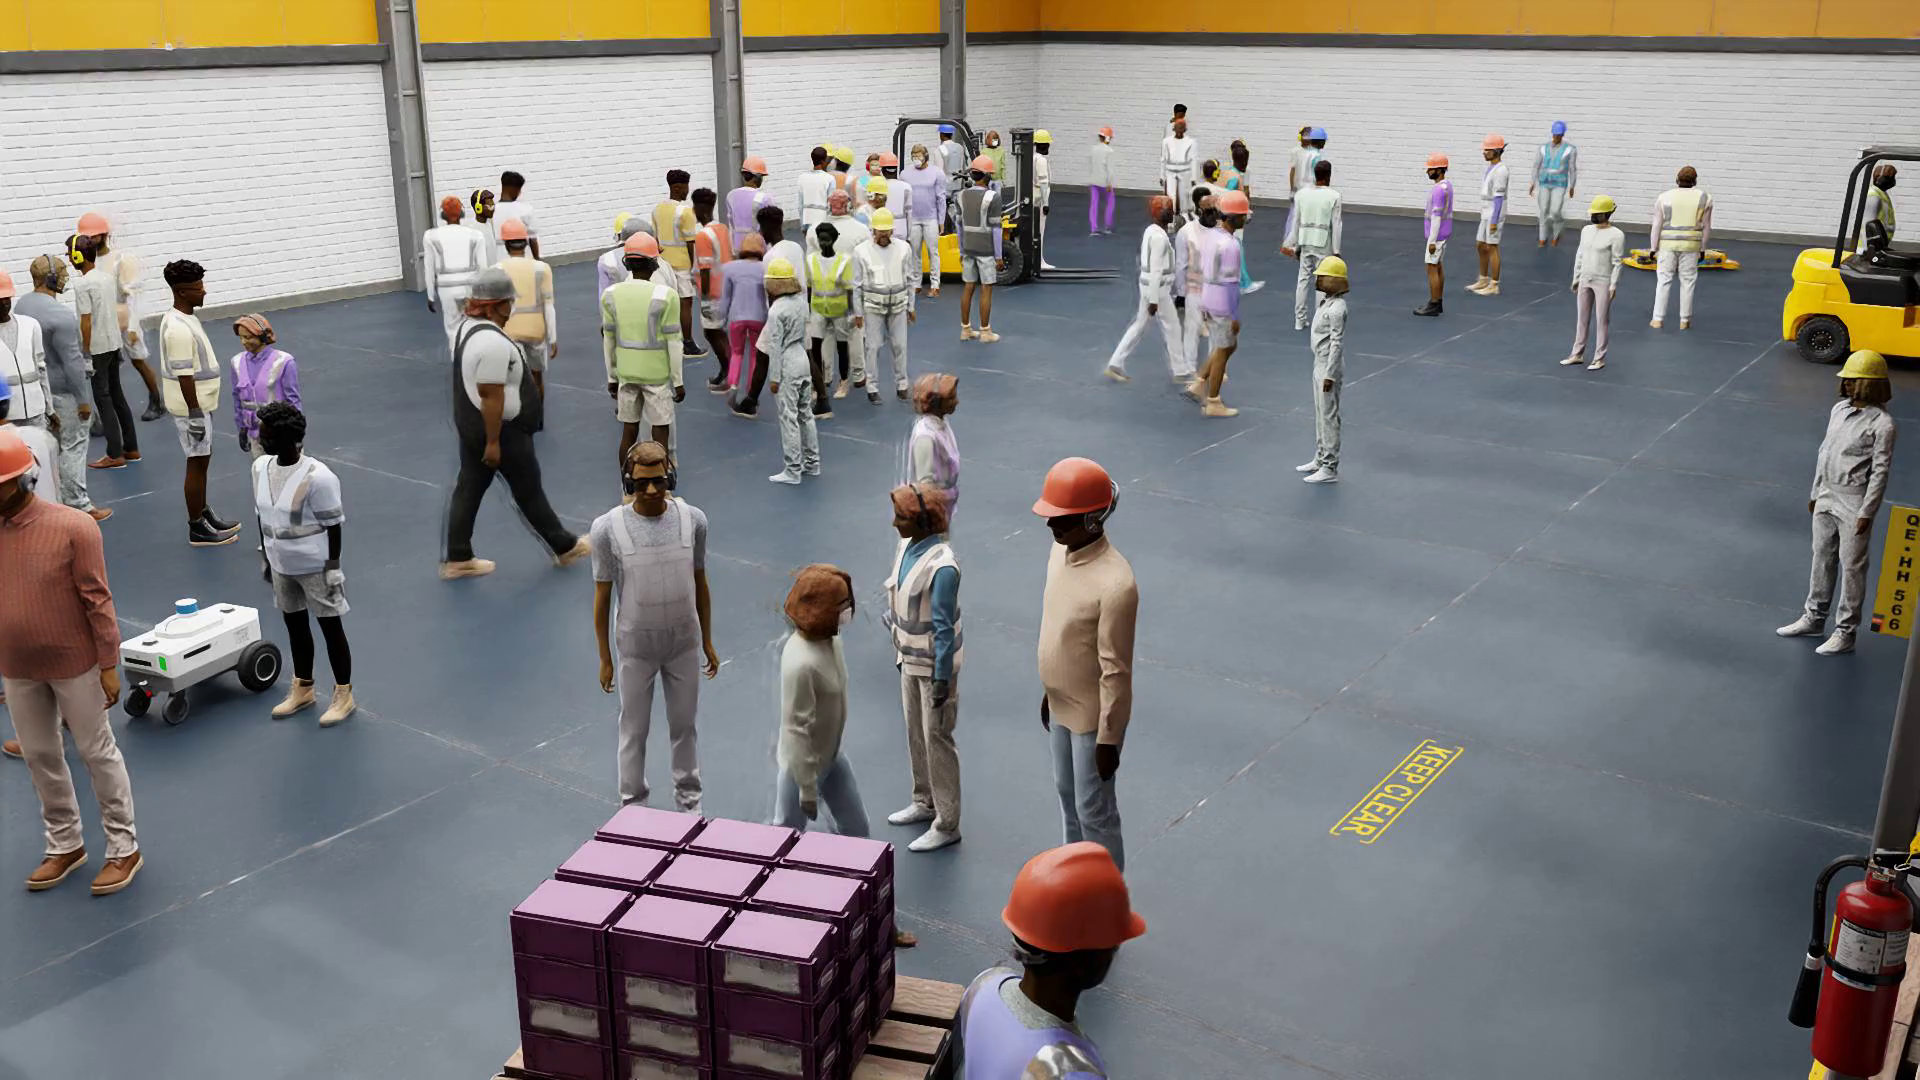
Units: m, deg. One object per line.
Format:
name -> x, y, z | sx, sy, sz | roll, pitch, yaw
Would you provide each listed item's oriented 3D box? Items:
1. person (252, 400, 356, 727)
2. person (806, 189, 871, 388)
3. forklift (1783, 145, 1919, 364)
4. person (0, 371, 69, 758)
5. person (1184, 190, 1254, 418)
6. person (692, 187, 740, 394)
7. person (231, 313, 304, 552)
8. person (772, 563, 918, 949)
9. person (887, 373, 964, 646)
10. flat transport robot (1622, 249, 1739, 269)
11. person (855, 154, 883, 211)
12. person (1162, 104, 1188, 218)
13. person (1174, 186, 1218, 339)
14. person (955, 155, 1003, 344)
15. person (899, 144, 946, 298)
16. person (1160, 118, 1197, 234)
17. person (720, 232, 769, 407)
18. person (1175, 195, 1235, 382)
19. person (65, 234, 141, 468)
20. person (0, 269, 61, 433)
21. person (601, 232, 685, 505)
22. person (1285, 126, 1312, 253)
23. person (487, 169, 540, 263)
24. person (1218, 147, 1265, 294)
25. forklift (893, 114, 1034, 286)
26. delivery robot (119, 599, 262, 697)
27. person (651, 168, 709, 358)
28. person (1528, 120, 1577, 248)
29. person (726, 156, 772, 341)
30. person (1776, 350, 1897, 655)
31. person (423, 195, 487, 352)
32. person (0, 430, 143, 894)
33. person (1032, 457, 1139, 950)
person -> -3.337, 0.118, 8.439 | 0.535, 1.699, 0.322 | 8, 19, 23
person -> -1.149, -2.418, 16.056 | 0.650, 1.899, 0.399 | 1, 18, 5
forklift -> 9.803, -2.879, 17.013 | 2.313, 2.155, 1.214 | 12, 21, 33
person -> -4.572, 0.099, 8.100 | 0.397, 1.945, 0.616 | 2, 18, 7
person -> 2.348, -2.075, 14.766 | 0.445, 2.027, 0.630 | -3, 18, -8
person -> -2.321, -2.361, 15.820 | 0.454, 1.943, 0.623 | 5, 18, 15
person -> -4.606, -0.707, 11.132 | 0.524, 1.631, 0.324 | 5, 18, 16
person -> -0.613, 0.838, 6.367 | 0.813, 1.595, 0.526 | 4, 18, 13
person -> -0.143, -0.140, 9.358 | 0.377, 1.623, 0.541 | 4, 18, 11
flat transport robot -> 10.213, -3.994, 23.608 | 1.431, 0.197, 0.652 | -1, 18, -4
person -> -1.070, -3.861, 20.652 | 0.380, 1.841, 0.570 | 13, 22, 35
person -> 3.807, -6.655, 29.203 | 0.377, 1.959, 0.603 | -12, 21, -33
person -> 2.629, -3.127, 18.616 | 0.539, 1.672, 0.667 | -6, 19, -17
person -> 0.229, -3.171, 18.200 | 0.602, 2.035, 0.404 | 15, 23, 39
person -> -0.478, -4.051, 21.118 | 0.636, 1.929, 0.381 | 6, 19, 17
person -> 3.603, -6.010, 27.414 | 0.595, 1.851, 0.957 | 4, 18, 12
person -> -1.922, -1.974, 15.117 | 0.536, 1.607, 0.497 | 1, 18, 4
person -> 2.401, -2.447, 16.262 | 0.635, 1.830, 0.429 | -5, 18, -15
person -> -6.846, -1.495, 13.240 | 0.333, 1.857, 0.528 | 0, 18, 1
person -> -6.301, -0.858, 11.106 | 0.361, 1.935, 0.553 | 11, 21, 32
person -> -2.276, -1.203, 12.056 | 0.623, 2.030, 0.448 | 7, 19, 20
person -> 5.147, -5.276, 25.047 | 0.519, 1.865, 0.335 | -14, 23, -38
person -> -4.763, -2.915, 17.540 | 0.724, 1.941, 0.431 | -1, 18, -3
person -> 3.435, -4.071, 21.286 | 1.021, 1.862, 0.628 | -1, 18, -2
forklift -> -0.171, -4.594, 22.377 | 2.313, 2.155, 1.214 | 1, 18, 3
delivery robot -> -4.055, 0.552, 8.781 | 0.477, 0.478, 0.707 | 7, 19, 21
person -> -2.951, -2.895, 17.445 | 0.608, 1.958, 0.386 | 14, 23, 38
person -> 9.042, -5.418, 25.384 | 0.630, 1.925, 0.458 | 13, 22, 35
person -> -2.244, -3.150, 18.132 | 0.614, 2.031, 0.402 | 11, 21, 32
person -> 4.998, -0.215, 9.410 | 0.294, 1.744, 0.486 | -4, 18, -12
person -> -4.786, -2.343, 15.898 | 0.590, 1.863, 0.732 | -8, 19, -23
person -> -3.741, 0.503, 6.789 | 0.631, 1.979, 0.411 | 1, 18, 2
person -> 0.452, 0.641, 6.347 | 0.407, 1.986, 0.613 | -6, 19, -18
